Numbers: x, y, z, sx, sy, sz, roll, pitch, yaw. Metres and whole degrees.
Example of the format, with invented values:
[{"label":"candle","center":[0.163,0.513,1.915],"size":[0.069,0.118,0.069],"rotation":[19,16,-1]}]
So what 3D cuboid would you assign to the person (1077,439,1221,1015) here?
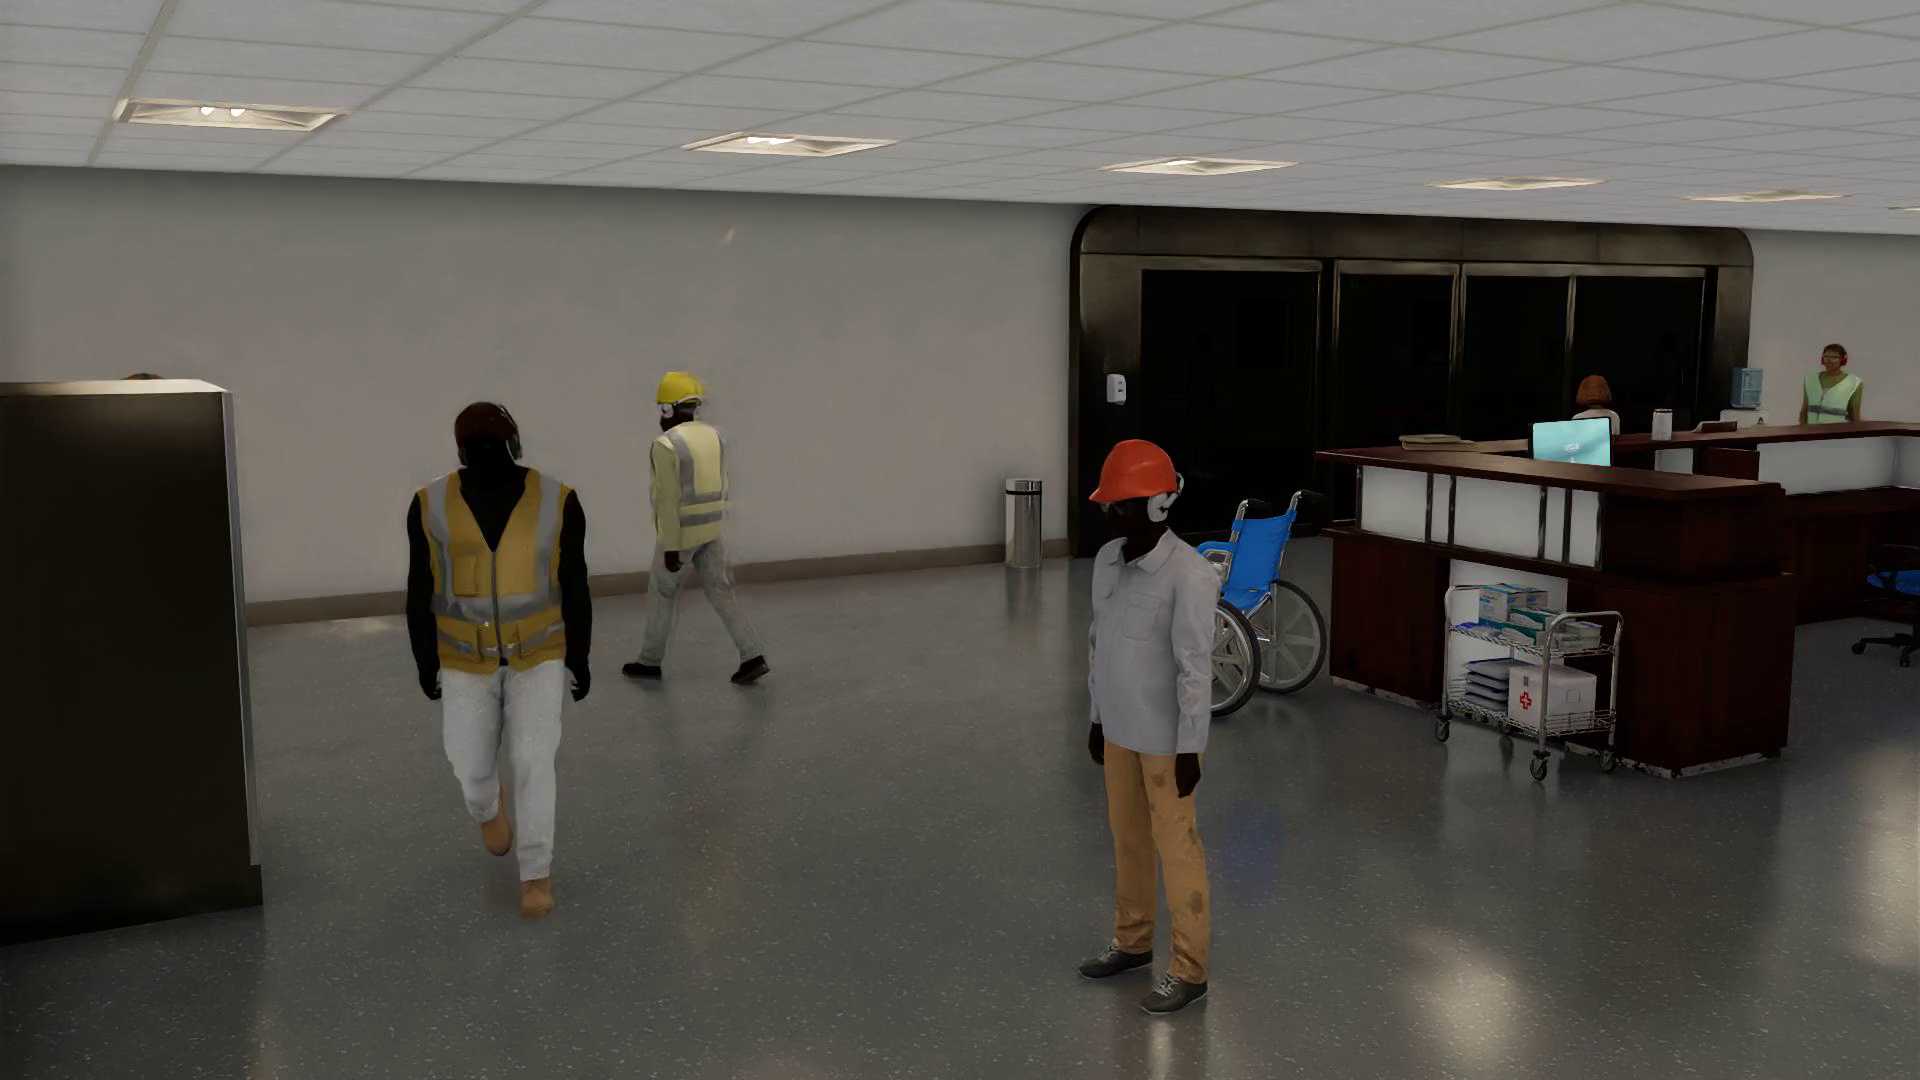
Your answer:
[{"label":"person","center":[0.553,0.560,5.102],"size":[0.361,1.742,0.563],"rotation":[-5,9,-30]}]

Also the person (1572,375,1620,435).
[{"label":"person","center":[4.858,-0.452,12.813],"size":[0.507,1.632,0.275],"rotation":[-5,9,-31]}]

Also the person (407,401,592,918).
[{"label":"person","center":[-1.650,0.401,6.009],"size":[0.642,1.823,0.626],"rotation":[-2,8,-12]}]

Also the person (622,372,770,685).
[{"label":"person","center":[-1.492,-0.058,9.433],"size":[0.936,1.792,0.605],"rotation":[5,9,30]}]

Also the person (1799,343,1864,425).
[{"label":"person","center":[8.619,-1.039,16.424],"size":[0.889,1.819,0.560],"rotation":[-5,9,-33]}]
